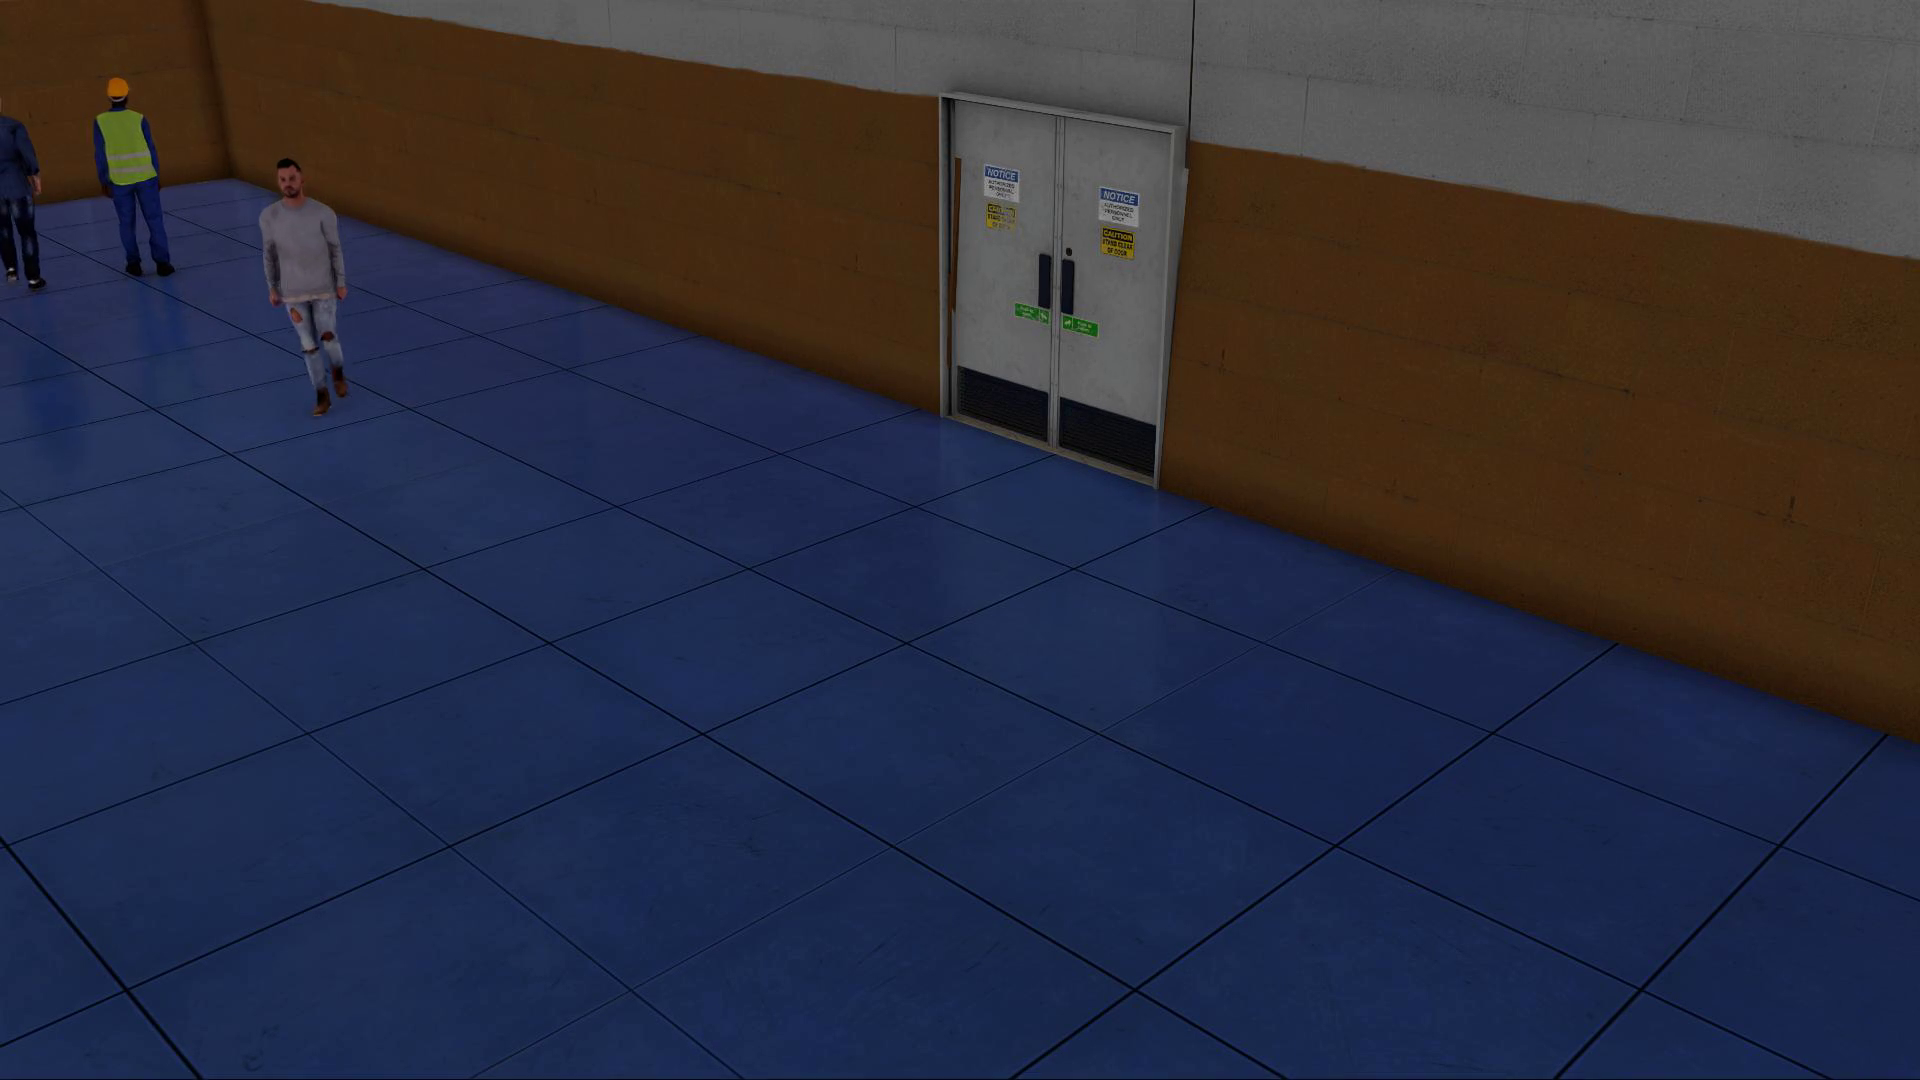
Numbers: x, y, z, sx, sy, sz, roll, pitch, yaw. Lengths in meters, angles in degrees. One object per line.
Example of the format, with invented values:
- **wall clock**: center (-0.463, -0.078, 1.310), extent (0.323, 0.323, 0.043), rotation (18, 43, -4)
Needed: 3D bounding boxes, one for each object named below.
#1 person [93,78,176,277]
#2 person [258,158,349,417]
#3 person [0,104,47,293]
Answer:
- **person**: center (-7.685, -3.351, 15.439), extent (0.804, 1.802, 0.864), rotation (-10, 26, -22)
- **person**: center (-4.669, -1.829, 11.926), extent (0.874, 1.828, 0.936), rotation (-4, 24, -8)
- **person**: center (-8.517, -3.089, 14.831), extent (0.799, 1.808, 0.911), rotation (-6, 24, -13)
